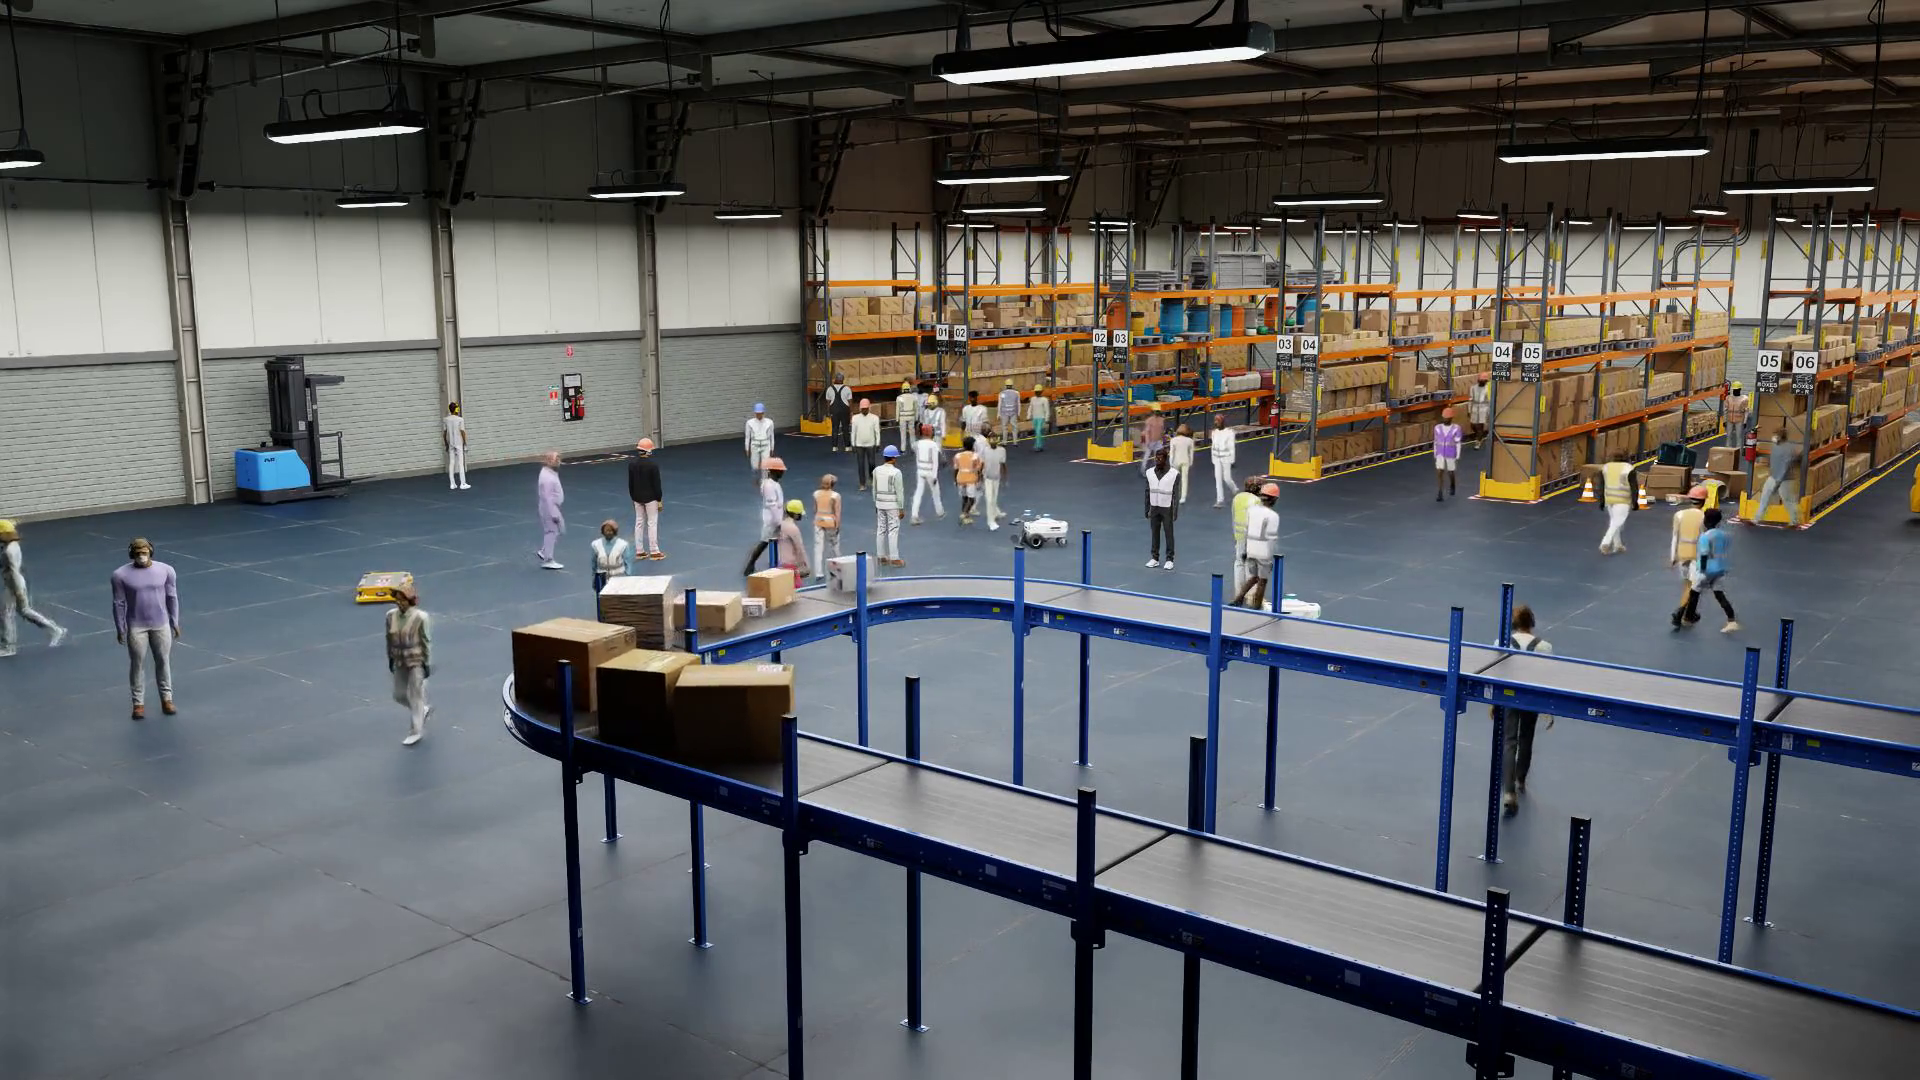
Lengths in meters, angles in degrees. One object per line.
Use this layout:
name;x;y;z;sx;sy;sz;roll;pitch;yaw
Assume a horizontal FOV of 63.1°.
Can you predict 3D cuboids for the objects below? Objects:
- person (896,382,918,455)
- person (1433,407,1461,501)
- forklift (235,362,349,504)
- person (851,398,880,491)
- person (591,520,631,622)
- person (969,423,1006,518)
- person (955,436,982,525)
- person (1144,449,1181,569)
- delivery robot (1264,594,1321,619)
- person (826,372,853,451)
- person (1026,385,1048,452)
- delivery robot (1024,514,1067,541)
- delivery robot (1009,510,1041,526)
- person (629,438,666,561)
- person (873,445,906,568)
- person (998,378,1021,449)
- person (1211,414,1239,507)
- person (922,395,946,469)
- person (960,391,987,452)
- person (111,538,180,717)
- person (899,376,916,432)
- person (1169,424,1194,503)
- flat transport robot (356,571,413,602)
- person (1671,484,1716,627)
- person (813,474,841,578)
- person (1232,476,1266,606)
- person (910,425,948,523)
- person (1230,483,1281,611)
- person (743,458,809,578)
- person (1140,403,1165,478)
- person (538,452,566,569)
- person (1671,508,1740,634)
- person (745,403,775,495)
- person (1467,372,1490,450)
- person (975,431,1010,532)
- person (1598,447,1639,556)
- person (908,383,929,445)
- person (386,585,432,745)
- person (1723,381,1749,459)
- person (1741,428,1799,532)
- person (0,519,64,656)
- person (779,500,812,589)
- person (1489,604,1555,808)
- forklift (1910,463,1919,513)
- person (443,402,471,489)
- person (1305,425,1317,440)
person;-1.351;-3.084;39.672;0.601;1.827;0.403;-3;11;-18
person;10.004;-1.782;32.113;0.550;1.917;0.739;6;11;28
forklift;-13.803;-2.244;32.110;1.129;2.768;1.873;8;13;37
person;-2.027;-2.043;33.414;0.626;1.979;0.421;0;10;0
person;-4.444;0.552;19.869;0.535;1.585;0.860;0;10;1
person;0.471;-1.343;29.920;0.778;1.820;0.640;0;10;-1
person;0.121;-1.070;28.775;0.558;1.670;0.619;5;11;25
person;3.222;-0.510;24.962;0.589;1.914;0.377;6;12;30
delivery robot;4.333;0.946;20.435;0.707;0.478;0.477;1;10;4
person;-3.086;-3.300;40.414;0.672;2.000;0.536;2;10;9
person;1.935;-3.097;40.021;0.535;1.736;0.831;9;14;42
delivery robot;1.477;-0.199;26.871;0.707;0.478;0.477;-2;10;-10
delivery robot;1.179;-0.404;27.302;0.698;0.223;0.335;-8;13;-38
person;-5.128;-0.669;25.613;0.617;1.994;0.381;5;11;25
person;-1.127;-0.547;25.060;0.614;1.945;0.406;9;13;40
person;1.290;-3.312;40.947;0.600;1.829;0.404;-1;10;-6
person;5.289;-1.594;31.180;0.627;1.869;0.611;-10;14;-44
person;-0.595;-2.474;36.274;0.606;1.811;0.565;5;11;27
person;0.291;-2.452;35.776;0.619;1.941;0.582;5;11;26
person;-8.728;0.924;16.809;0.635;1.937;0.352;-7;12;-33
person;-1.560;-3.897;44.877;0.508;1.610;0.700;8;13;37
person;4.488;-1.555;31.755;0.517;1.574;0.887;-1;10;-4
flat transport robot;-8.470;0.671;23.041;0.652;0.197;1.431;-3;10;-14
person;9.780;0.211;20.929;0.889;1.909;0.555;-9;13;-40
person;-2.041;-0.228;24.255;0.511;1.586;0.874;4;11;20
person;4.133;0.000;22.302;0.430;1.838;0.624;-5;11;-25
person;-0.613;-1.237;29.285;0.586;1.836;0.990;7;12;36
person;4.034;0.185;21.069;0.590;1.903;0.591;-7;12;-34
person;-2.880;-0.323;24.000;1.005;1.893;0.547;2;10;10
person;4.360;-2.228;35.176;0.546;1.720;0.918;-5;11;-27
person;-6.468;-0.469;24.812;0.414;1.879;0.685;-2;10;-10
person;9.899;0.402;20.566;0.555;1.649;0.878;-7;12;-34
person;-4.213;-1.941;32.972;0.611;1.930;0.587;-1;10;-7
person;13.548;-3.373;40.731;0.644;2.028;0.512;7;12;34
person;0.612;-1.069;28.401;0.623;1.806;0.928;-3;11;-18
person;10.910;-0.649;26.031;0.848;1.813;0.627;-6;12;-30
person;-1.092;-3.360;41.725;0.546;1.654;0.772;0;10;2
person;-5.561;1.240;15.886;0.533;1.624;0.456;3;11;18
person;19.190;-2.963;38.718;0.388;1.926;0.590;-8;13;-38
person;14.762;-1.088;28.290;1.025;1.885;0.633;-1;10;-7
person;-11.695;0.565;19.461;0.764;1.716;0.486;-5;11;-24
person;-2.203;0.309;20.925;0.887;1.710;0.531;-4;11;-21
person;5.054;1.490;14.069;0.564;1.795;0.978;3;10;14
forklift;19.034;-1.348;28.998;2.313;2.155;1.214;8;13;37
person;-10.852;-2.033;33.666;0.519;1.865;0.328;2;10;9
person;9.358;-3.431;41.348;0.370;1.929;0.585;-6;12;-31
